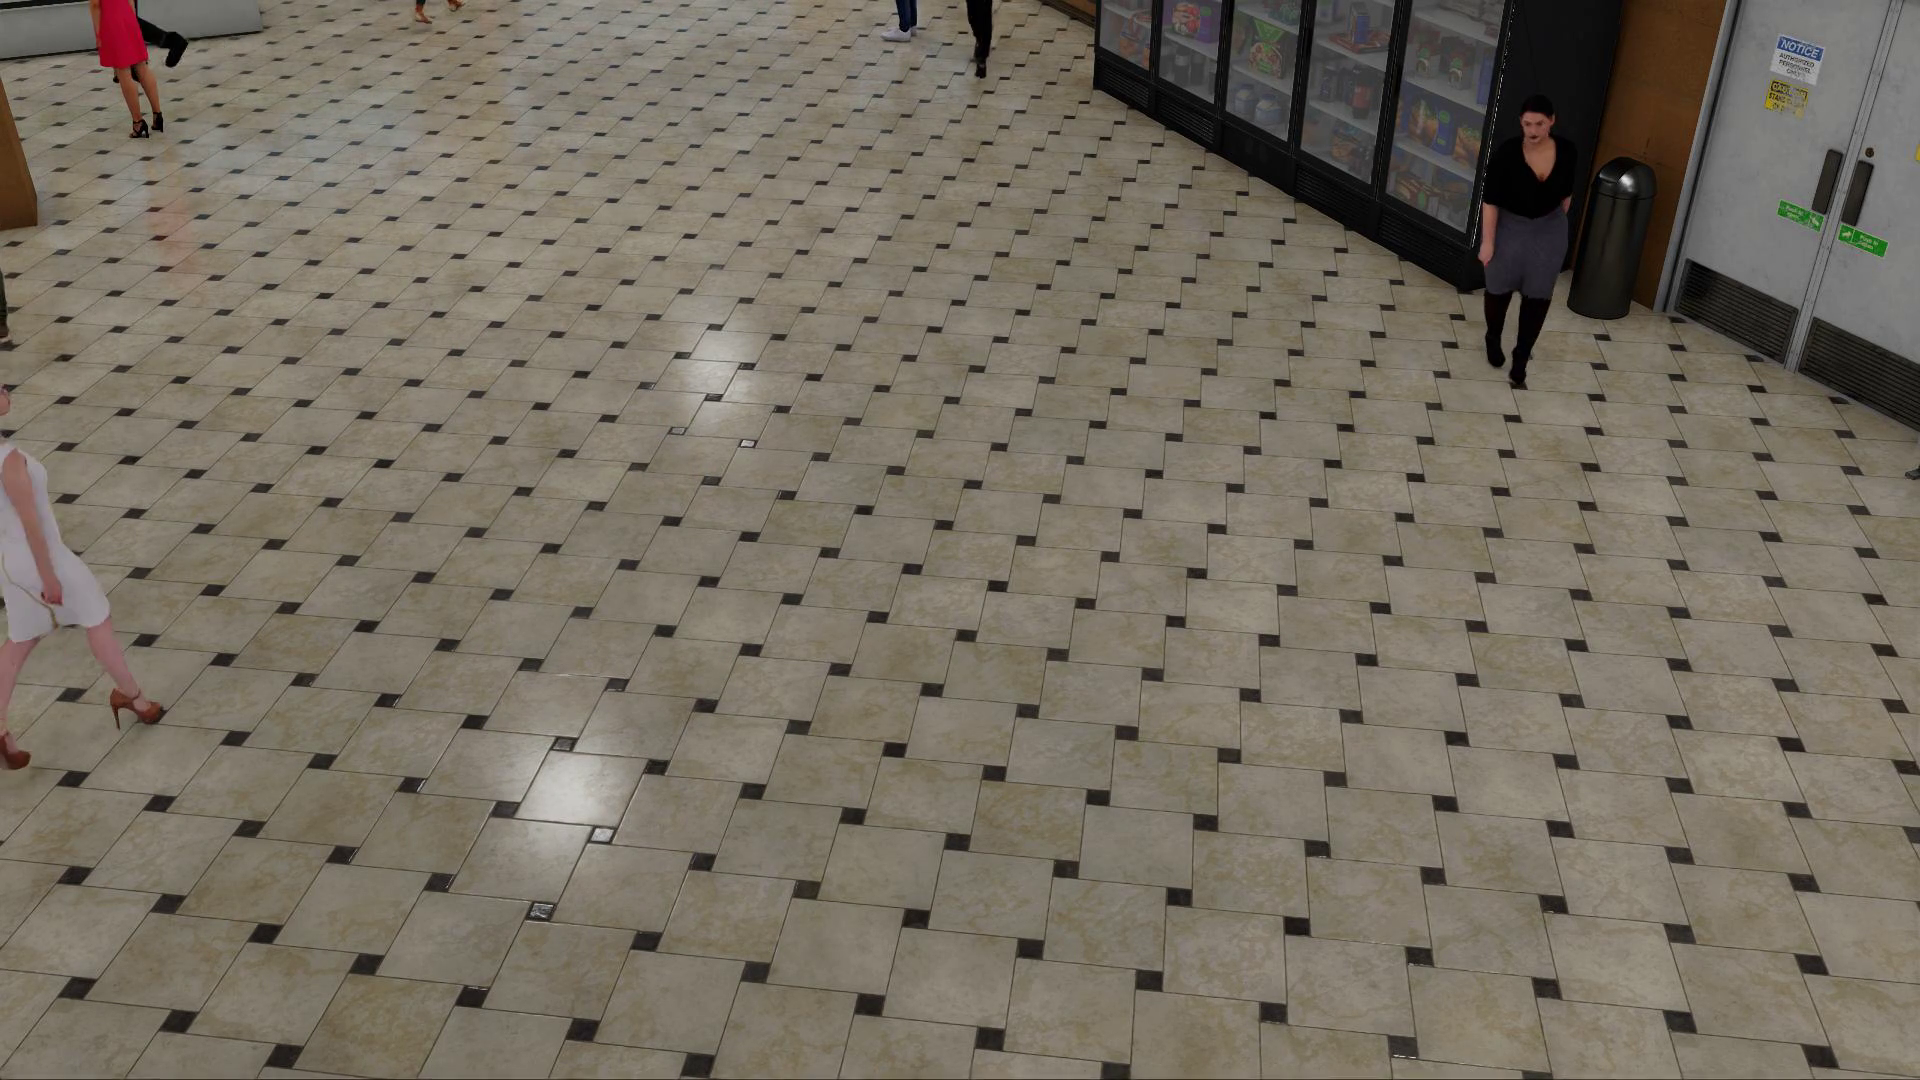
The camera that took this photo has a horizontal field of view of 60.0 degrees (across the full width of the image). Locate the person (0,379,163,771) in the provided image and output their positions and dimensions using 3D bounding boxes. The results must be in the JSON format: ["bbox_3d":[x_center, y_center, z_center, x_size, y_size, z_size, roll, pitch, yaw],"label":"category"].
[{"bbox_3d":[-3.721,0.140,6.488,0.860,1.776,1.039,22,38,31],"label":"person"}]

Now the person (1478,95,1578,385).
[{"bbox_3d":[3.238,-1.747,9.583,0.870,1.709,0.928,-2,32,-4],"label":"person"}]

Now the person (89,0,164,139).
[{"bbox_3d":[-6.770,-4.116,13.374,0.727,1.728,0.644,17,36,25],"label":"person"}]

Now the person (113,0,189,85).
[{"bbox_3d":[-7.311,-4.940,14.625,0.883,1.805,1.042,28,41,37],"label":"person"}]

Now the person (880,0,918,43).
[{"bbox_3d":[-0.549,-5.716,15.816,0.827,1.864,0.770,10,33,16],"label":"person"}]

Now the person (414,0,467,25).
[{"bbox_3d":[-5.245,-5.926,16.265,1.097,1.746,1.183,11,34,18],"label":"person"}]
